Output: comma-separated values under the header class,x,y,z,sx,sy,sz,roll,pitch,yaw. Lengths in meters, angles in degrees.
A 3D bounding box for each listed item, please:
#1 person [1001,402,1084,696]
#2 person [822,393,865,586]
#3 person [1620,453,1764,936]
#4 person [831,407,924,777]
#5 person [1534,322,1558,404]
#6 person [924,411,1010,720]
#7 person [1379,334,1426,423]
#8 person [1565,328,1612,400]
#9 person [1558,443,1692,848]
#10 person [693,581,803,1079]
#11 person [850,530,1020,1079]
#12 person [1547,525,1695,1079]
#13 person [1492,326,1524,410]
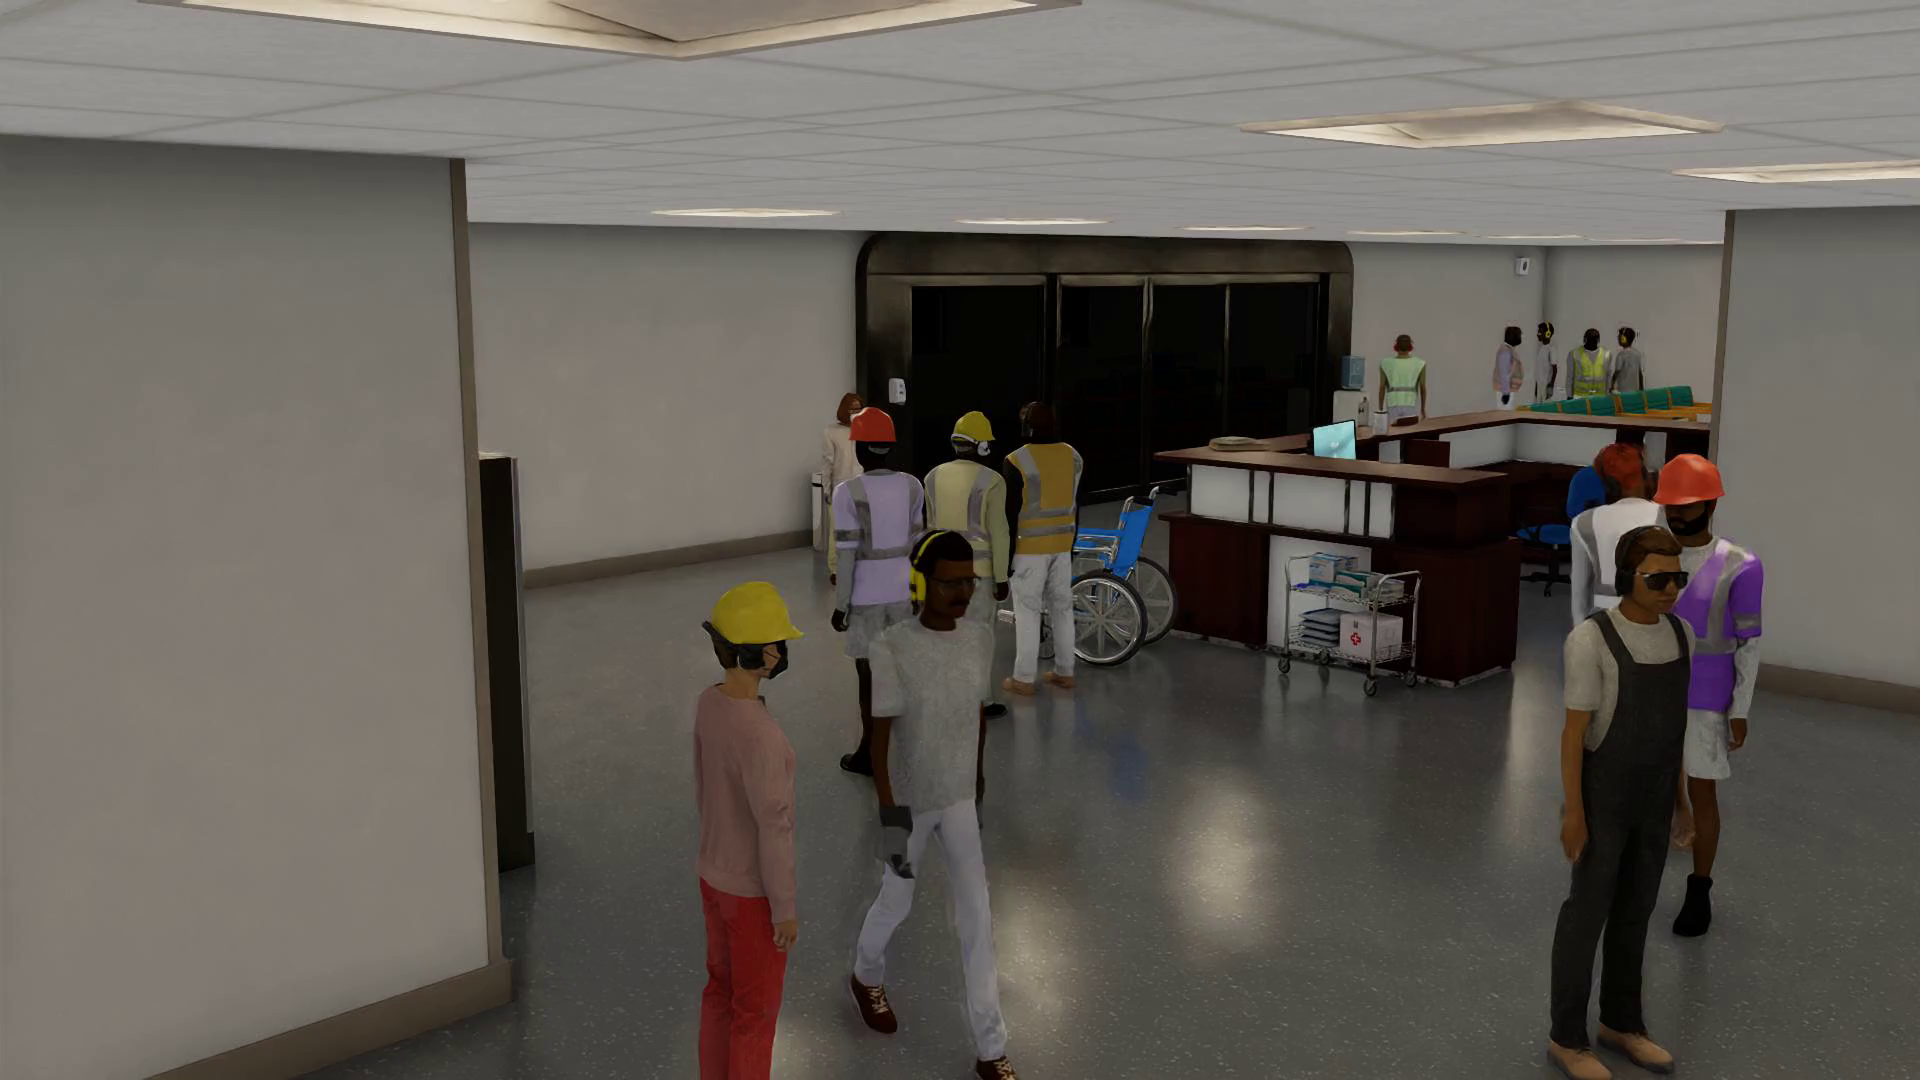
class,x,y,z,sx,sy,sz,roll,pitch,yaw
person,0.489,0.053,10.446,0.625,1.836,0.431,-7,11,-36
person,-0.921,-0.426,14.006,0.504,1.627,0.285,-4,10,-23
person,2.874,0.614,6.656,0.551,1.934,0.373,9,13,43
person,-0.449,0.272,8.751,0.547,1.938,0.379,-7,11,-36
person,8.620,-2.272,24.560,0.313,1.869,0.539,0,9,-3
person,0.058,0.156,9.834,0.595,1.825,0.404,7,12,38
person,5.556,-1.665,20.928,0.579,1.845,0.404,2,9,13
person,8.837,-2.059,23.398,0.619,1.835,0.434,1,9,5
person,3.163,0.487,7.727,0.707,1.855,0.348,8,13,42
person,-0.602,0.993,4.859,0.311,1.768,0.533,-5,11,-29
person,-0.112,0.858,5.523,0.534,1.827,0.963,-6,11,-31
person,2.177,0.858,5.440,0.515,1.843,0.331,-4,10,-24
person,7.917,-2.162,24.037,0.433,1.832,0.666,3,10,19
